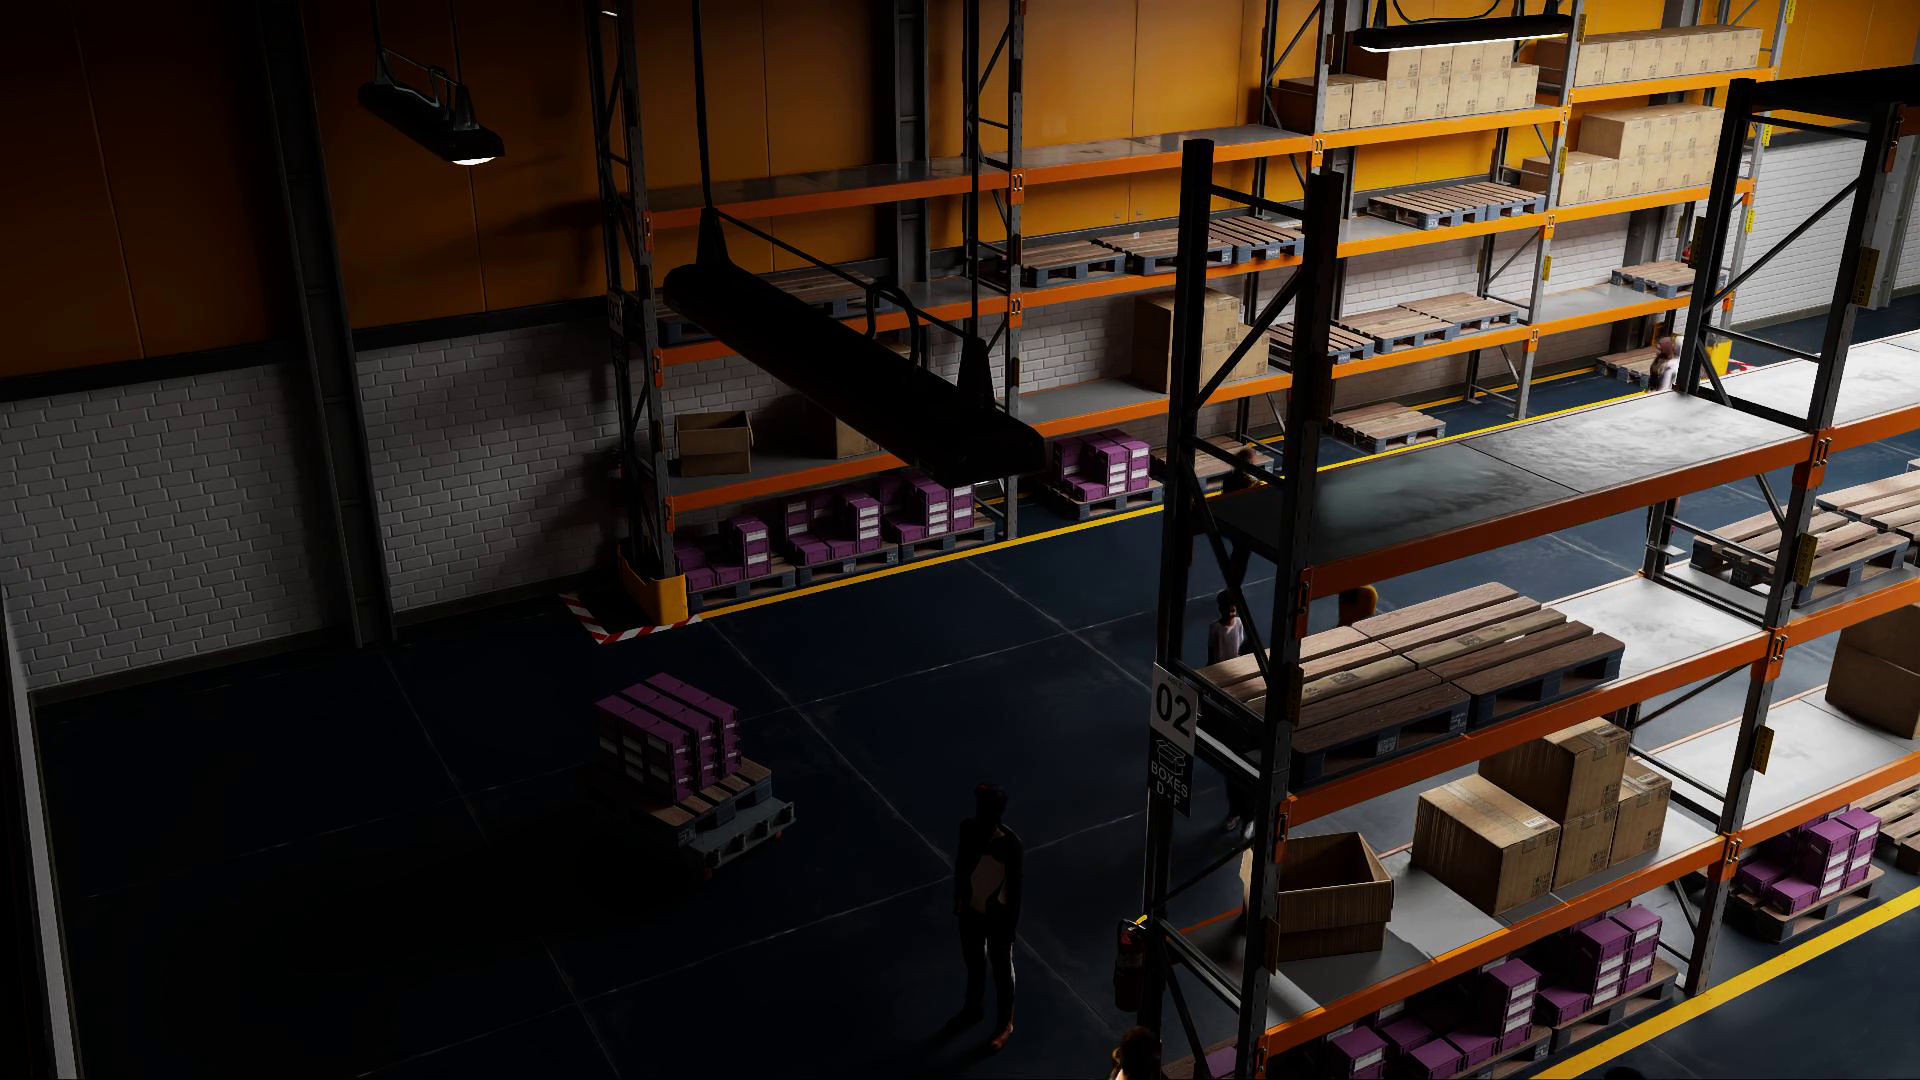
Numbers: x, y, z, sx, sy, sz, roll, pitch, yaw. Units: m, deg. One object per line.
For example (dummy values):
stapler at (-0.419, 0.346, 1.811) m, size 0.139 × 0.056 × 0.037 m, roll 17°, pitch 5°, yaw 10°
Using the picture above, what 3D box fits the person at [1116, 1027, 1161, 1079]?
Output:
person at (0.781, 3.323, 8.905) m, size 1.021 × 1.628 × 1.136 m, roll 15°, pitch 28°, yaw 31°

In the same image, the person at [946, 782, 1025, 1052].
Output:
person at (0.180, 2.388, 10.708) m, size 0.748 × 1.898 × 0.706 m, roll 19°, pitch 30°, yaw 37°

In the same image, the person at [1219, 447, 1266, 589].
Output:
person at (2.792, -0.089, 16.638) m, size 0.731 × 1.687 × 0.775 m, roll 17°, pitch 29°, yaw 33°

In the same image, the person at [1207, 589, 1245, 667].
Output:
person at (2.336, 1.012, 14.655) m, size 0.520 × 1.257 × 0.608 m, roll -3°, pitch 24°, yaw -7°
